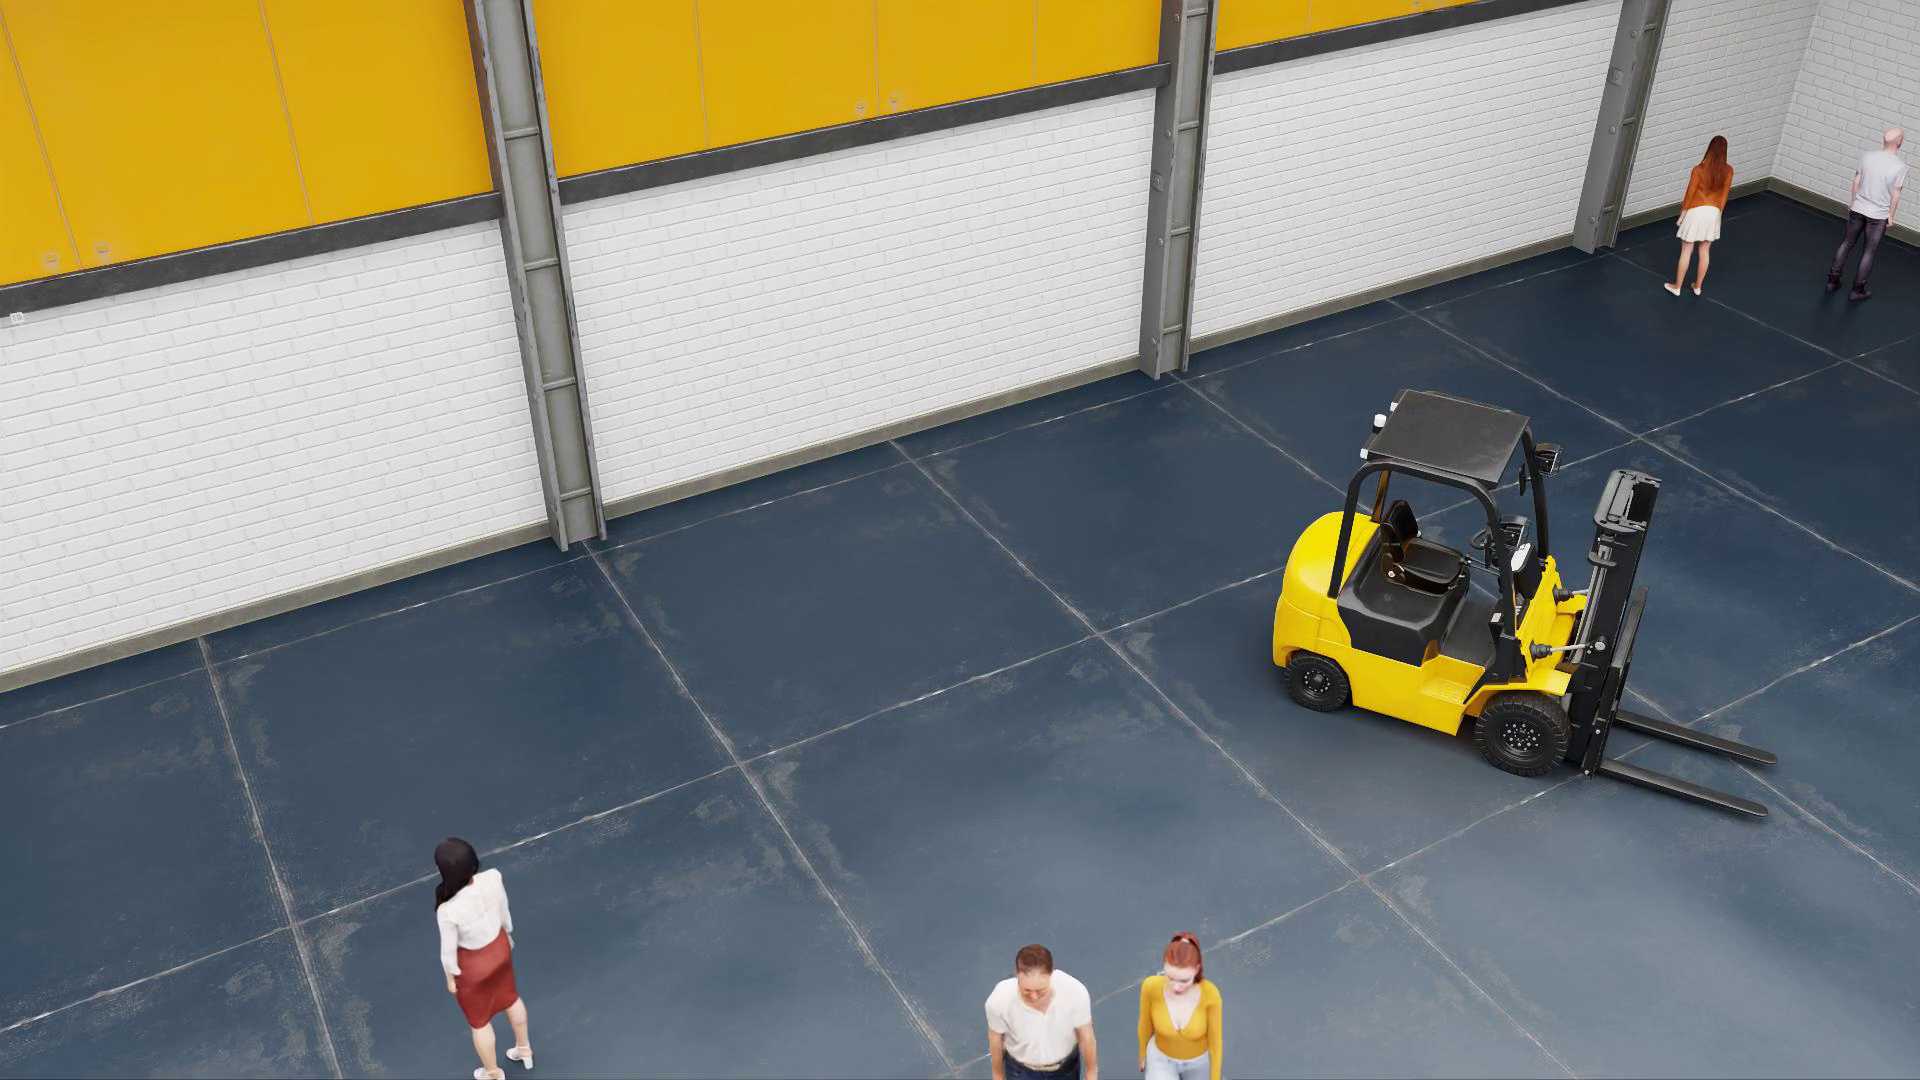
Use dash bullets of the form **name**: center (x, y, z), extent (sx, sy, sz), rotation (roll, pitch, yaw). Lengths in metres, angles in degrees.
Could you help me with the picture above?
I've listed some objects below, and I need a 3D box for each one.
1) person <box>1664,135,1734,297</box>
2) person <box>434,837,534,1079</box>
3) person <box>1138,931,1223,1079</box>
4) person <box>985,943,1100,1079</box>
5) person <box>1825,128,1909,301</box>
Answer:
- **person**: center (7.776, -3.387, 17.420), extent (0.670, 1.722, 0.767), rotation (0, 34, 0)
- **person**: center (-2.539, 2.262, 8.894), extent (0.730, 1.751, 0.601), rotation (20, 38, 27)
- **person**: center (1.104, 2.591, 8.422), extent (1.119, 1.726, 1.082), rotation (4, 34, 6)
- **person**: center (0.420, 2.562, 8.381), extent (1.137, 1.820, 1.119), rotation (-1, 34, -2)
- **person**: center (9.498, -3.419, 17.368), extent (0.591, 1.832, 0.659), rotation (-20, 39, -28)
